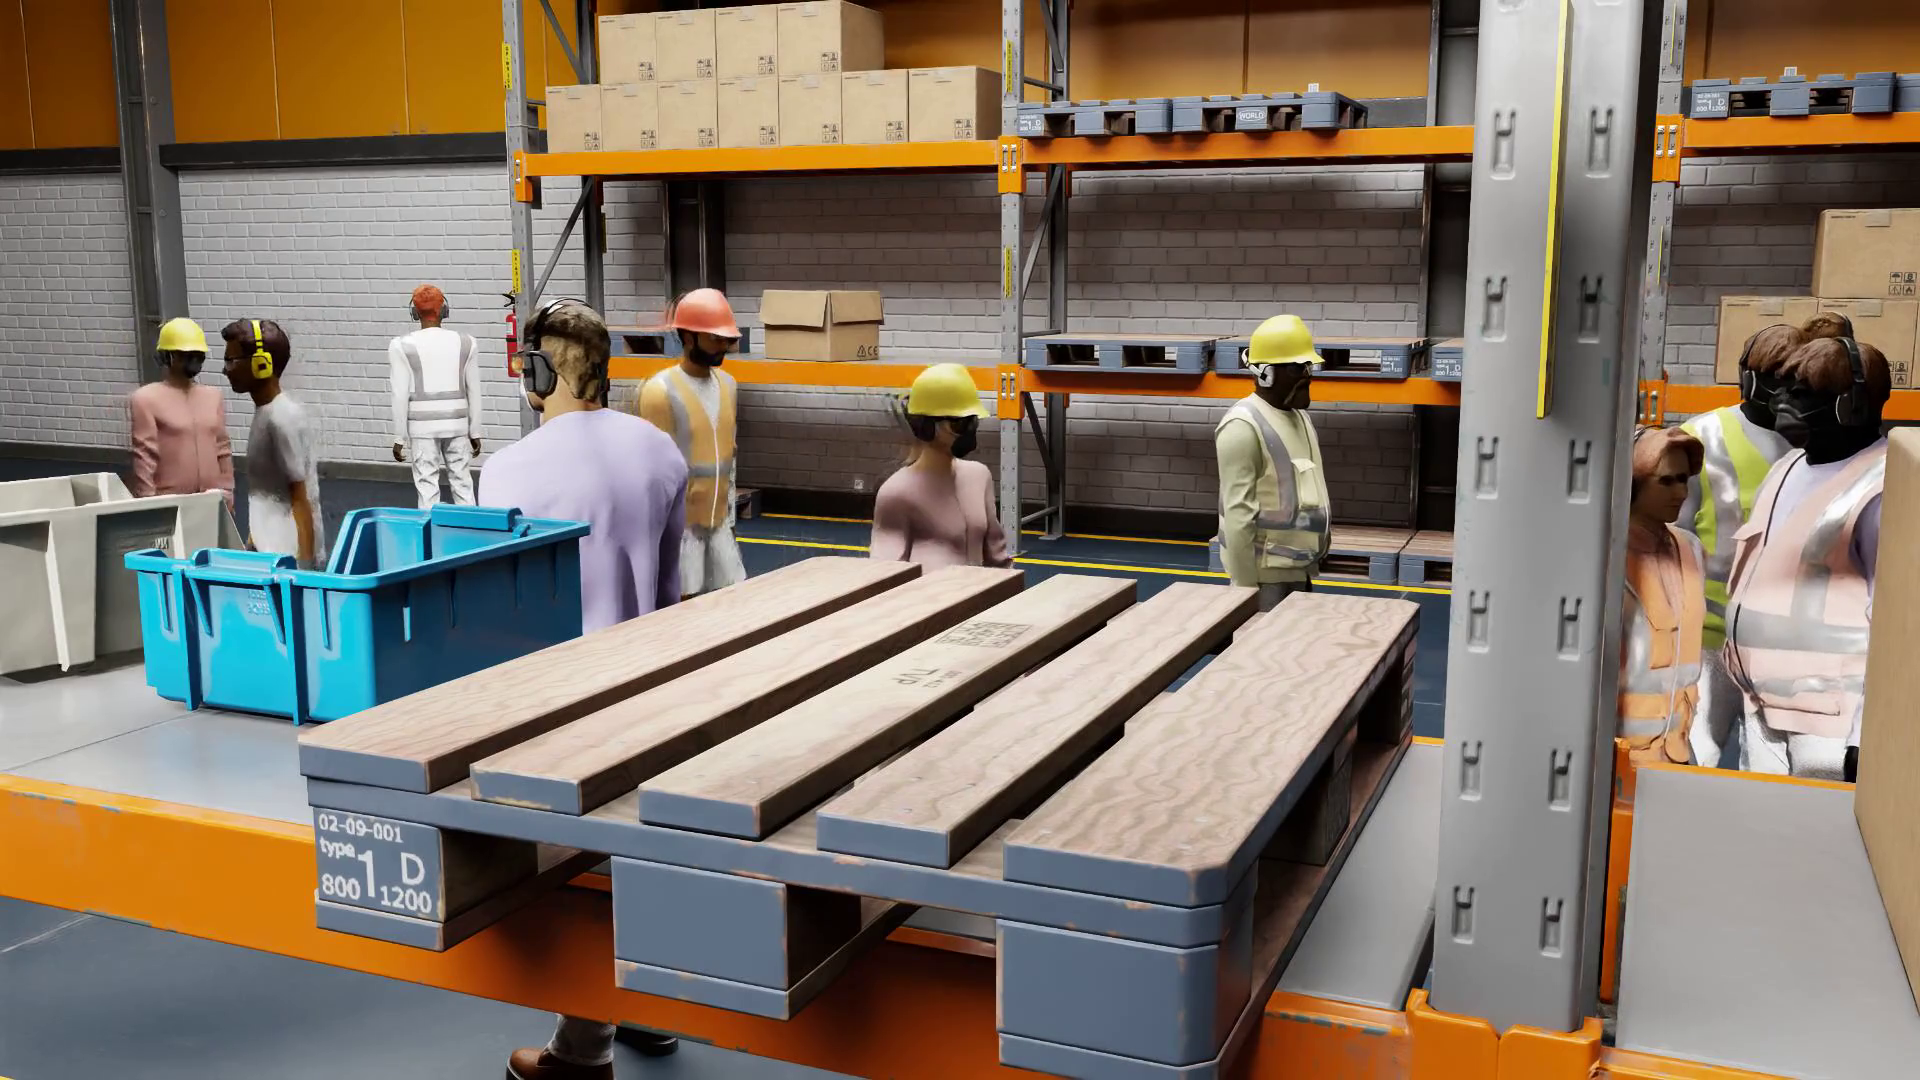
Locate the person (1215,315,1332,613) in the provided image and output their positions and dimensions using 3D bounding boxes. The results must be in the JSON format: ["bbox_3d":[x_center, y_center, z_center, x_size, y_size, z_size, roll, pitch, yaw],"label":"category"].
[{"bbox_3d":[1.165,0.089,6.162,0.404,1.832,0.597,6,11,32],"label":"person"}]

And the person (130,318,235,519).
[{"bbox_3d":[-3.823,-0.215,8.193,0.460,1.754,0.540,5,11,28],"label":"person"}]

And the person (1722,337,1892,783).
[{"bbox_3d":[2.133,0.419,4.157,0.430,1.844,0.623,0,9,0],"label":"person"}]

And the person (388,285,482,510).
[{"bbox_3d":[-3.330,-0.676,10.599,0.576,1.881,0.354,-7,12,-35],"label":"person"}]

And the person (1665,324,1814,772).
[{"bbox_3d":[2.377,0.284,4.967,0.624,1.845,0.430,0,9,-1],"label":"person"}]

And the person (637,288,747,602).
[{"bbox_3d":[-1.170,-0.107,7.088,0.594,1.919,0.559,7,12,35],"label":"person"}]

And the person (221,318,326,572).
[{"bbox_3d":[-2.616,0.077,6.285,0.993,1.813,0.553,-4,10,-22],"label":"person"}]

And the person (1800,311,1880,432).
[{"bbox_3d":[3.233,0.056,6.335,0.346,1.842,0.506,-6,11,-33],"label":"person"}]

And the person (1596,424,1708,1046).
[{"bbox_3d":[1.631,0.530,4.100,0.522,1.638,0.310,-6,11,-32],"label":"person"}]

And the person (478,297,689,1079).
[{"bbox_3d":[-0.915,0.389,4.049,0.371,1.941,0.627,6,11,30],"label":"person"}]

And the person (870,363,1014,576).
[{"bbox_3d":[-0.087,0.296,5.261,0.924,1.720,0.537,6,11,32],"label":"person"}]
